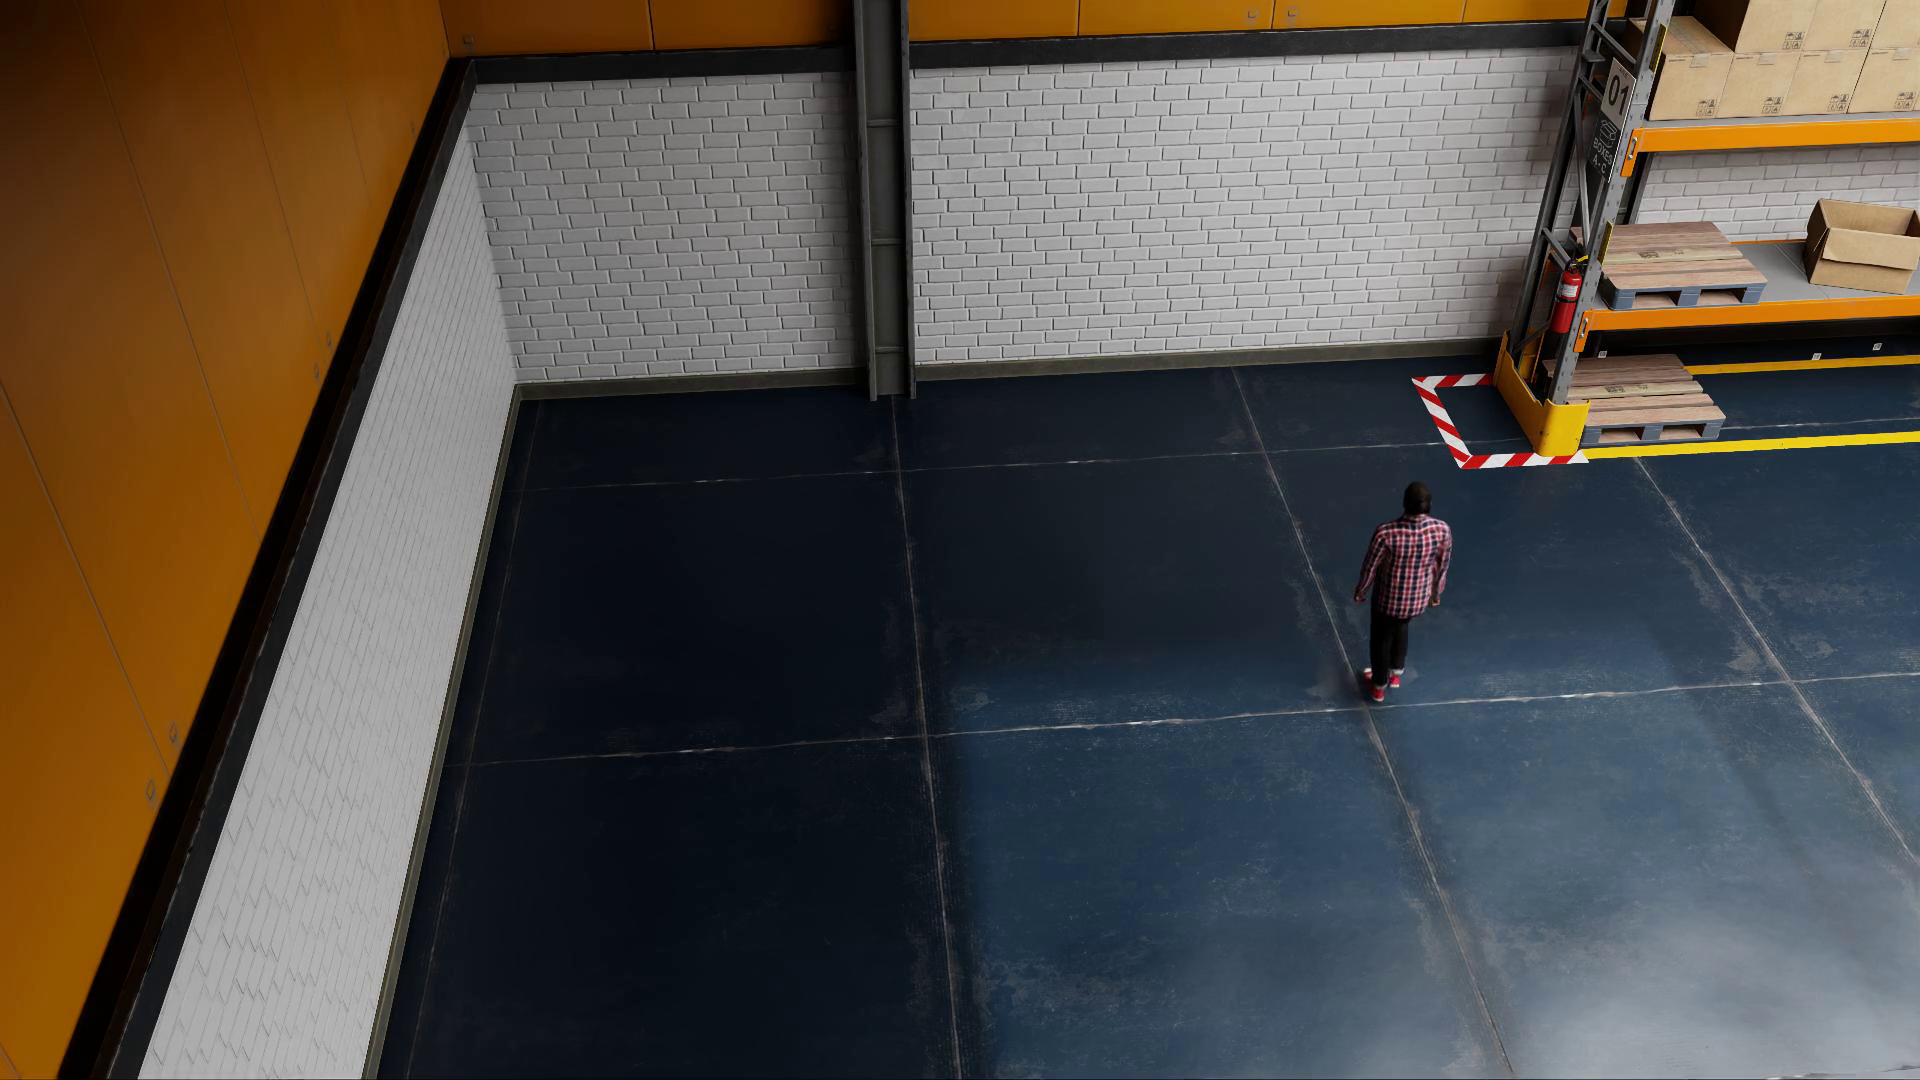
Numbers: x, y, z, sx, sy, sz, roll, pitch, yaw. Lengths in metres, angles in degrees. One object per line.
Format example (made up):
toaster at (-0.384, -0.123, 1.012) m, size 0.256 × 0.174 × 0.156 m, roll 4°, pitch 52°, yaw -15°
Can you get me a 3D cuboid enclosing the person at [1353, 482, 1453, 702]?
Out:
person at (2.887, 0.387, 10.831) m, size 0.554 × 1.754 × 0.772 m, roll -4°, pitch 39°, yaw -6°
